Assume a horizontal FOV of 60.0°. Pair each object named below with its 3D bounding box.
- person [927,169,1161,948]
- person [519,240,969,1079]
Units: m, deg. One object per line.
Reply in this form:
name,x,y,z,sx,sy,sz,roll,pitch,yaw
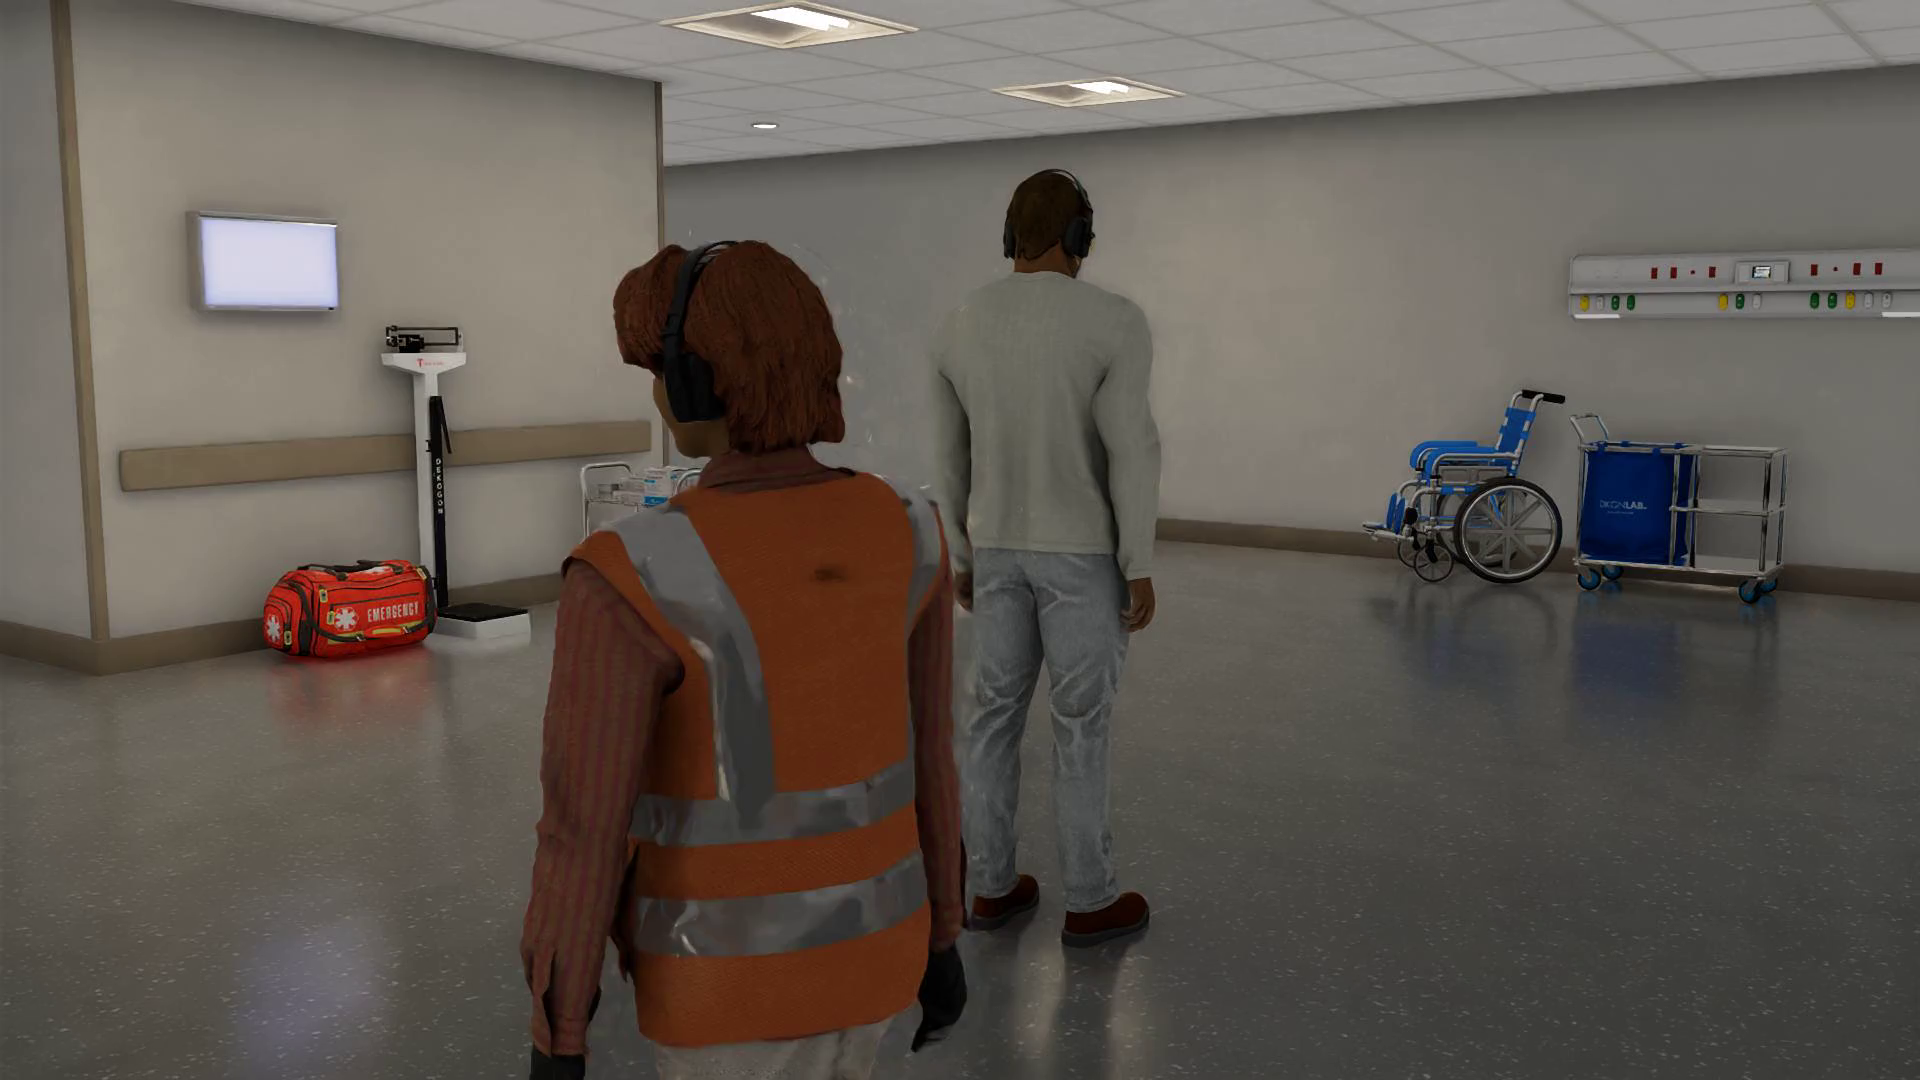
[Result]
person,0.217,0.048,4.190,0.629,1.936,0.373,4,8,31
person,-0.248,0.491,1.843,0.578,1.614,0.537,6,9,41
